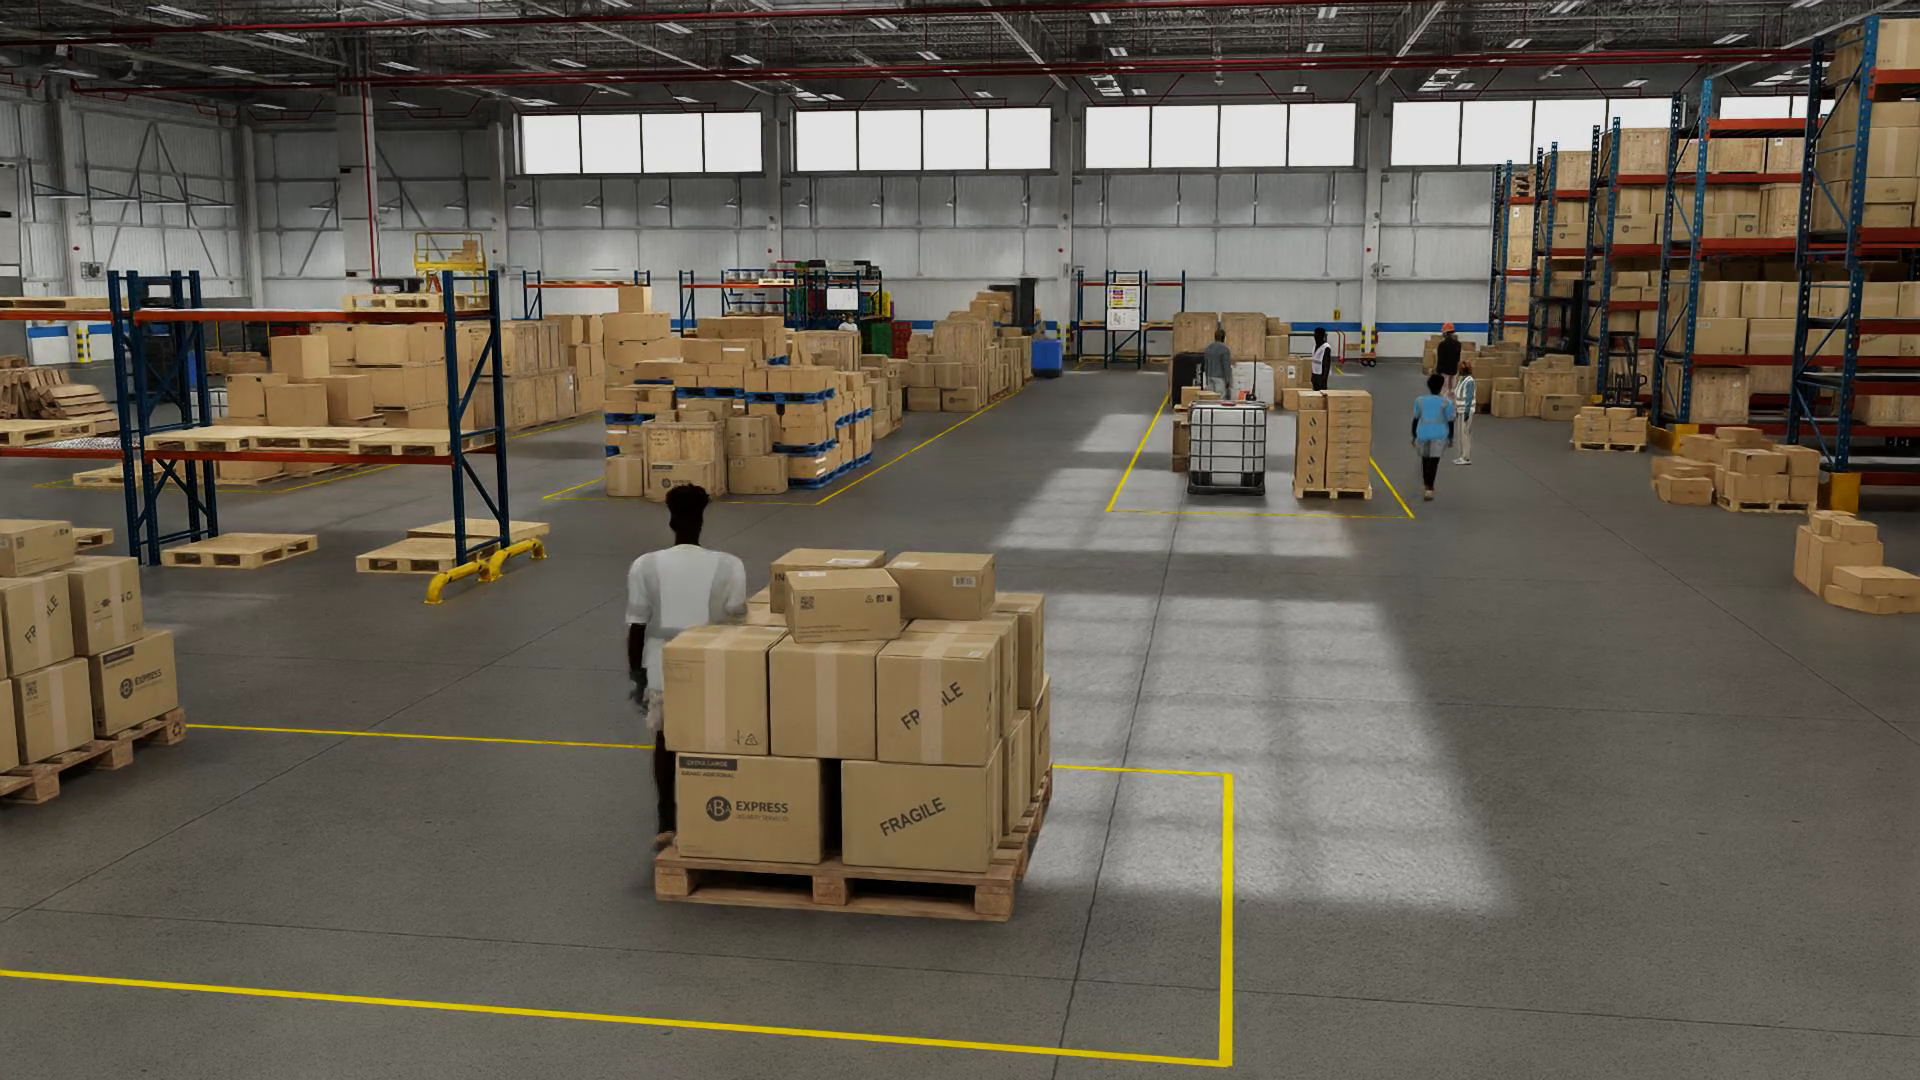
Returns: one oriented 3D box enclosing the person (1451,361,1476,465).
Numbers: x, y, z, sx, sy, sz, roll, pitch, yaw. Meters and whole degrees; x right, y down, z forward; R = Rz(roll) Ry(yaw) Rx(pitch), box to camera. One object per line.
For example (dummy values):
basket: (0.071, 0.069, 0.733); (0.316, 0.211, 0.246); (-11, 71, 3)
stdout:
person: (7.898, -1.991, 26.041); (0.324, 1.631, 0.522); (0, 9, 0)

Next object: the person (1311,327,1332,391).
person: (7.145, -3.259, 32.970); (0.392, 1.921, 0.590); (-2, 10, -15)

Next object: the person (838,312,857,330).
person: (-2.949, -5.092, 44.236); (0.373, 1.935, 0.628); (8, 12, 42)

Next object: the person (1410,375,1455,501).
person: (6.285, -1.364, 22.110); (0.551, 1.648, 0.886); (6, 11, 31)

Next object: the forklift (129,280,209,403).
forklift: (-18.415, -4.621, 38.413); (1.129, 2.768, 1.873); (1, 9, 6)

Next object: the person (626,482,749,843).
person: (-1.395, 0.676, 8.617); (0.618, 1.942, 0.574); (-1, 9, -3)

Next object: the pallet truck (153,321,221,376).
pallet truck: (-21.869, -5.598, 47.154); (0.823, 1.965, 1.885); (4, 10, 26)

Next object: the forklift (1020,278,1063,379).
forklift: (1.906, -5.919, 46.419); (1.873, 2.768, 1.129); (1, 9, 9)

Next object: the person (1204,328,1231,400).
person: (4.932, -3.089, 31.897); (0.366, 1.931, 0.630); (-7, 12, -38)

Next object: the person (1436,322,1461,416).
person: (9.753, -3.353, 33.315); (0.609, 1.995, 0.378); (-6, 11, -31)

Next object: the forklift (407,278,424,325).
forklift: (-14.382, -5.533, 44.038); (1.873, 2.768, 1.129); (-3, 10, -17)

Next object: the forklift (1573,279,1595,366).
forklift: (14.097, -4.506, 37.702); (1.873, 2.768, 1.129); (1, 9, 9)

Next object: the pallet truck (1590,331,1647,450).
pallet truck: (11.253, -2.573, 28.499); (0.823, 1.965, 1.885); (5, 10, 27)
